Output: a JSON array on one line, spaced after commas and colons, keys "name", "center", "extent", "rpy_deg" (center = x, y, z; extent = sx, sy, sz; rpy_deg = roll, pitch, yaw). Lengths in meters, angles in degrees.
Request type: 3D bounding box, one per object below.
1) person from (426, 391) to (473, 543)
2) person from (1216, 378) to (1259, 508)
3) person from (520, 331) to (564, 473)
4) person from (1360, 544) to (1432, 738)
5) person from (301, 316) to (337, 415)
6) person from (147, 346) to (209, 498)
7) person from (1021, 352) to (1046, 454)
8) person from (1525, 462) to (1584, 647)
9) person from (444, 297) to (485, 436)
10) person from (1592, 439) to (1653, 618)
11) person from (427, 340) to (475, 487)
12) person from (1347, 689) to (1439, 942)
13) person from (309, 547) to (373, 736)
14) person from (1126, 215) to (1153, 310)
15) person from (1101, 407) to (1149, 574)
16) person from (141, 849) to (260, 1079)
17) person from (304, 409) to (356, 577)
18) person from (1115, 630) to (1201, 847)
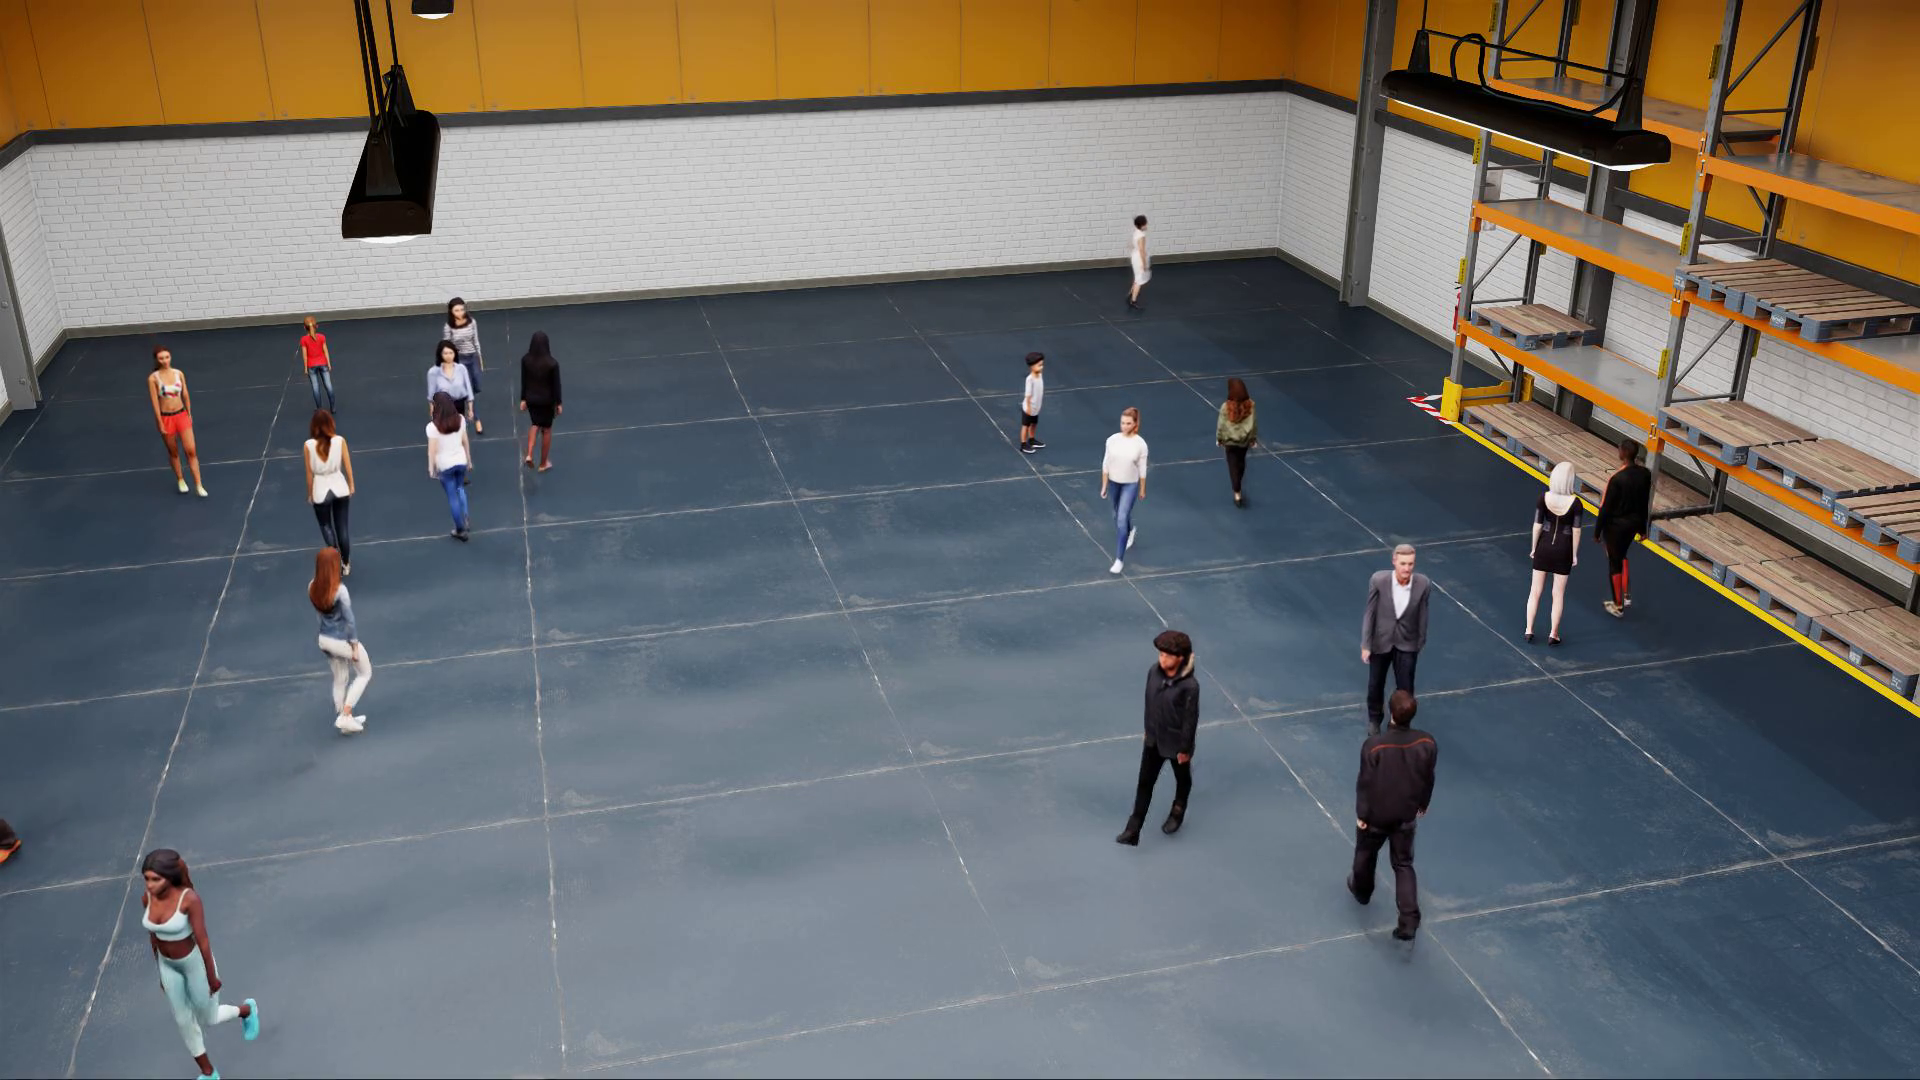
[{"name": "person", "center": [-5.342, -0.747, 17.648], "extent": [0.749, 1.678, 0.719], "rpy_deg": [19, 30, 36]}, {"name": "person", "center": [3.132, -1.075, 18.684], "extent": [0.654, 1.450, 0.857], "rpy_deg": [-3, 24, -7]}, {"name": "person", "center": [-4.936, -1.574, 19.509], "extent": [0.812, 1.703, 0.863], "rpy_deg": [3, 24, 7]}, {"name": "person", "center": [3.592, 0.825, 13.878], "extent": [0.884, 1.817, 0.954], "rpy_deg": [4, 24, 8]}, {"name": "person", "center": [-8.335, -2.261, 21.572], "extent": [0.523, 1.311, 0.547], "rpy_deg": [-13, 27, -27]}, {"name": "person", "center": [-9.003, -1.369, 18.961], "extent": [0.789, 1.766, 0.980], "rpy_deg": [-17, 29, -34]}, {"name": "person", "center": [0.880, -1.694, 20.346], "extent": [0.619, 1.253, 0.566], "rpy_deg": [15, 28, 30]}, {"name": "person", "center": [5.519, 0.127, 15.459], "extent": [0.642, 1.830, 0.698], "rpy_deg": [12, 26, 26]}, {"name": "person", "center": [-6.229, -2.189, 20.834], "extent": [0.804, 1.769, 0.966], "rpy_deg": [-19, 30, -37]}, {"name": "person", "center": [6.409, -0.076, 15.971], "extent": [0.644, 1.792, 0.596], "rpy_deg": [-5, 24, -11]}, {"name": "person", "center": [-5.932, -1.500, 19.356], "extent": [0.898, 1.691, 1.243], "rpy_deg": [-14, 27, -28]}, {"name": "person", "center": [2.984, 1.912, 11.408], "extent": [0.840, 1.805, 1.193], "rpy_deg": [-2, 24, -5]}, {"name": "person", "center": [-5.241, 0.902, 13.862], "extent": [0.756, 1.689, 0.815], "rpy_deg": [13, 27, 27]}, {"name": "person", "center": [2.816, -4.358, 26.102], "extent": [0.761, 1.523, 0.622], "rpy_deg": [-5, 24, -12]}, {"name": "person", "center": [1.715, -0.561, 17.205], "extent": [1.054, 1.693, 1.126], "rpy_deg": [13, 27, 27]}, {"name": "person", "center": [-4.619, 2.553, 10.057], "extent": [0.819, 1.711, 0.958], "rpy_deg": [7, 24, 15]}, {"name": "person", "center": [-6.353, -0.438, 16.820], "extent": [0.660, 1.776, 0.630], "rpy_deg": [-11, 26, -24]}, {"name": "person", "center": [1.625, 1.453, 12.537], "extent": [1.086, 1.742, 1.096], "rpy_deg": [17, 29, 33]}]
